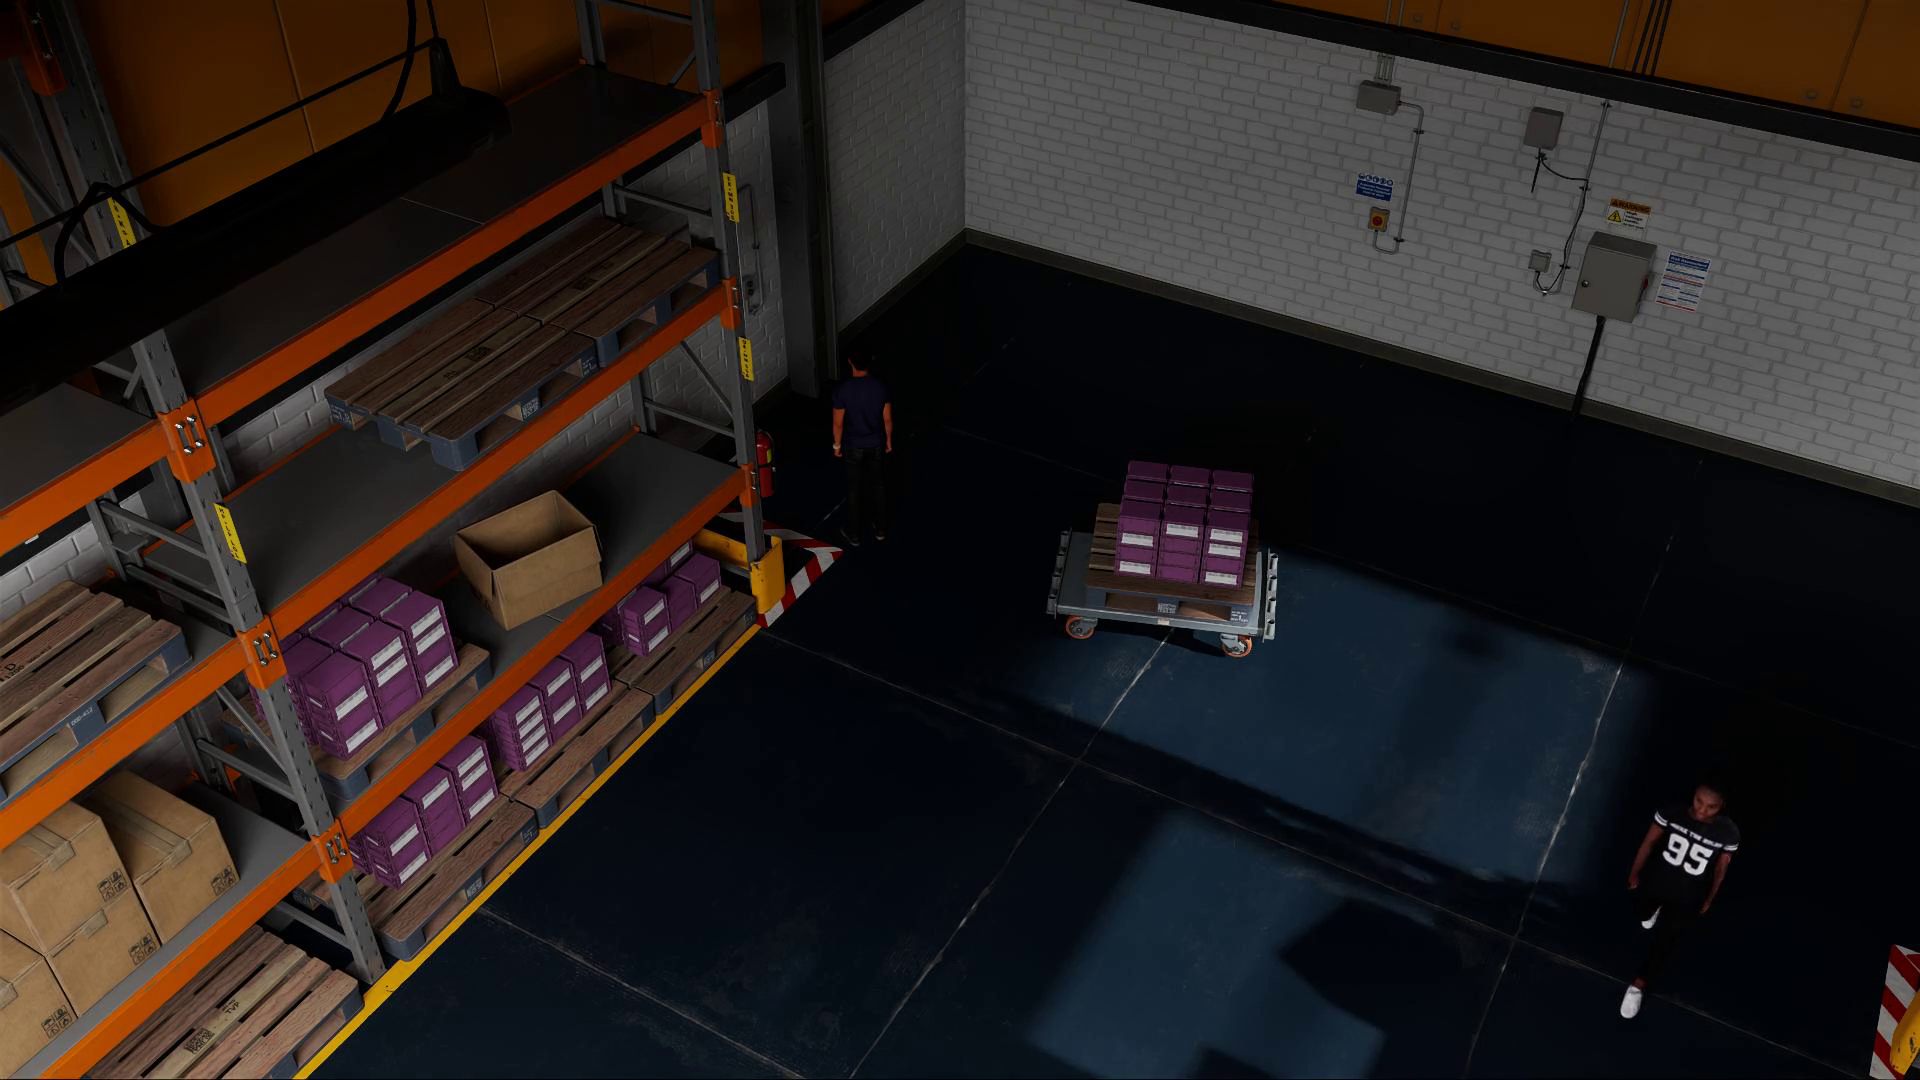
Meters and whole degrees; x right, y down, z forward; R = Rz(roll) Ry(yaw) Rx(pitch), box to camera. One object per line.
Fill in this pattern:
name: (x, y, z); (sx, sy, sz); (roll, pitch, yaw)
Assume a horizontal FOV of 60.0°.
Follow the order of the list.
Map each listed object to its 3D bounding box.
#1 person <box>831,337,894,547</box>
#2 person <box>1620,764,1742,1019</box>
person: (-0.742, -0.741, 12.754); (0.679, 1.791, 0.765); (-13, 41, -16)
person: (4.093, 1.914, 9.494); (0.644, 1.709, 1.064); (22, 44, 25)
